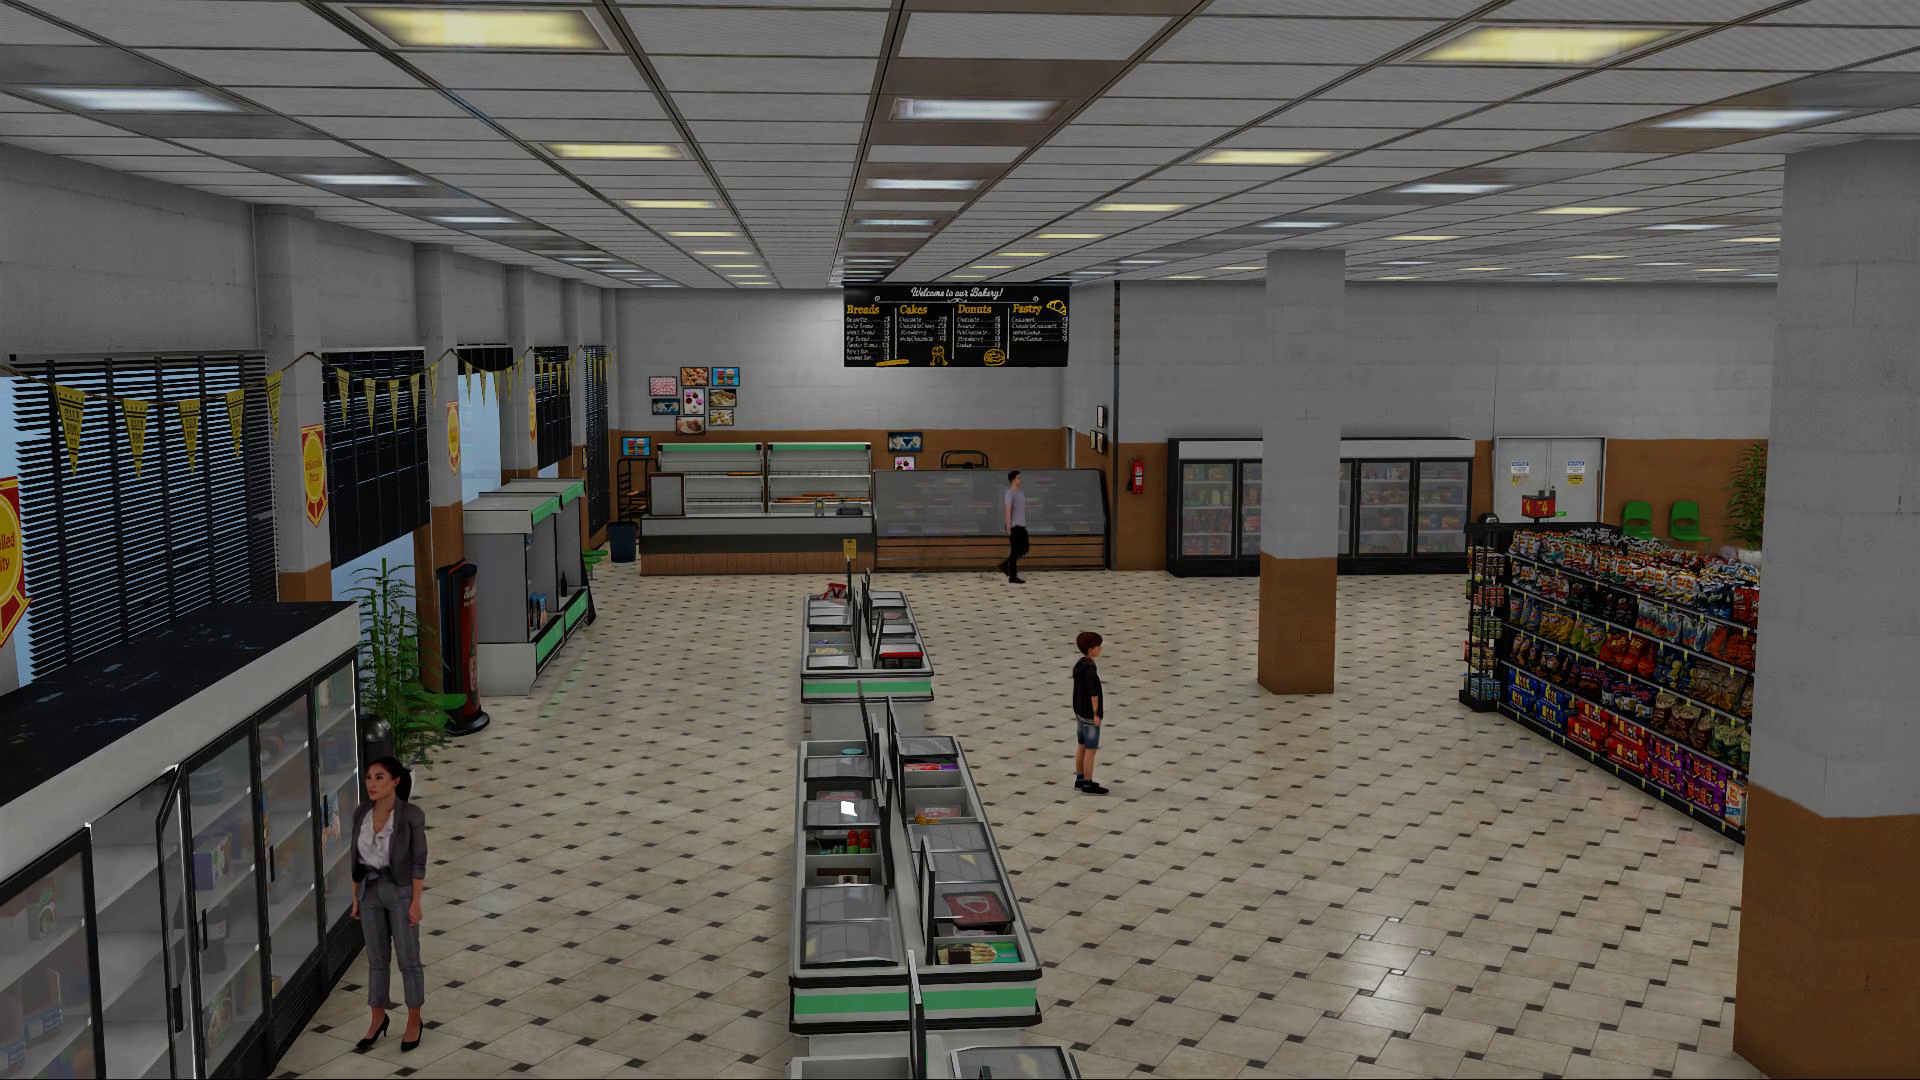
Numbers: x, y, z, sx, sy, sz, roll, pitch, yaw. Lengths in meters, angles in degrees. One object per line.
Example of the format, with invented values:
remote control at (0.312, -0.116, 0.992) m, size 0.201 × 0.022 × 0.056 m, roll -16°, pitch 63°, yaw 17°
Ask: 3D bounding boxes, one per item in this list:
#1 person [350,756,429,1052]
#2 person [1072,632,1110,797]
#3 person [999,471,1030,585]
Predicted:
person at (-3.229, 2.044, 9.433) m, size 0.689 × 1.679 × 0.689 m, roll 2°, pitch 7°, yaw 13°
person at (1.140, 1.521, 14.727) m, size 0.628 × 1.447 × 0.501 m, roll -2°, pitch 7°, yaw -15°
person at (0.840, -0.210, 27.360) m, size 0.934 × 1.853 × 0.875 m, roll 4°, pitch 8°, yaw 29°
